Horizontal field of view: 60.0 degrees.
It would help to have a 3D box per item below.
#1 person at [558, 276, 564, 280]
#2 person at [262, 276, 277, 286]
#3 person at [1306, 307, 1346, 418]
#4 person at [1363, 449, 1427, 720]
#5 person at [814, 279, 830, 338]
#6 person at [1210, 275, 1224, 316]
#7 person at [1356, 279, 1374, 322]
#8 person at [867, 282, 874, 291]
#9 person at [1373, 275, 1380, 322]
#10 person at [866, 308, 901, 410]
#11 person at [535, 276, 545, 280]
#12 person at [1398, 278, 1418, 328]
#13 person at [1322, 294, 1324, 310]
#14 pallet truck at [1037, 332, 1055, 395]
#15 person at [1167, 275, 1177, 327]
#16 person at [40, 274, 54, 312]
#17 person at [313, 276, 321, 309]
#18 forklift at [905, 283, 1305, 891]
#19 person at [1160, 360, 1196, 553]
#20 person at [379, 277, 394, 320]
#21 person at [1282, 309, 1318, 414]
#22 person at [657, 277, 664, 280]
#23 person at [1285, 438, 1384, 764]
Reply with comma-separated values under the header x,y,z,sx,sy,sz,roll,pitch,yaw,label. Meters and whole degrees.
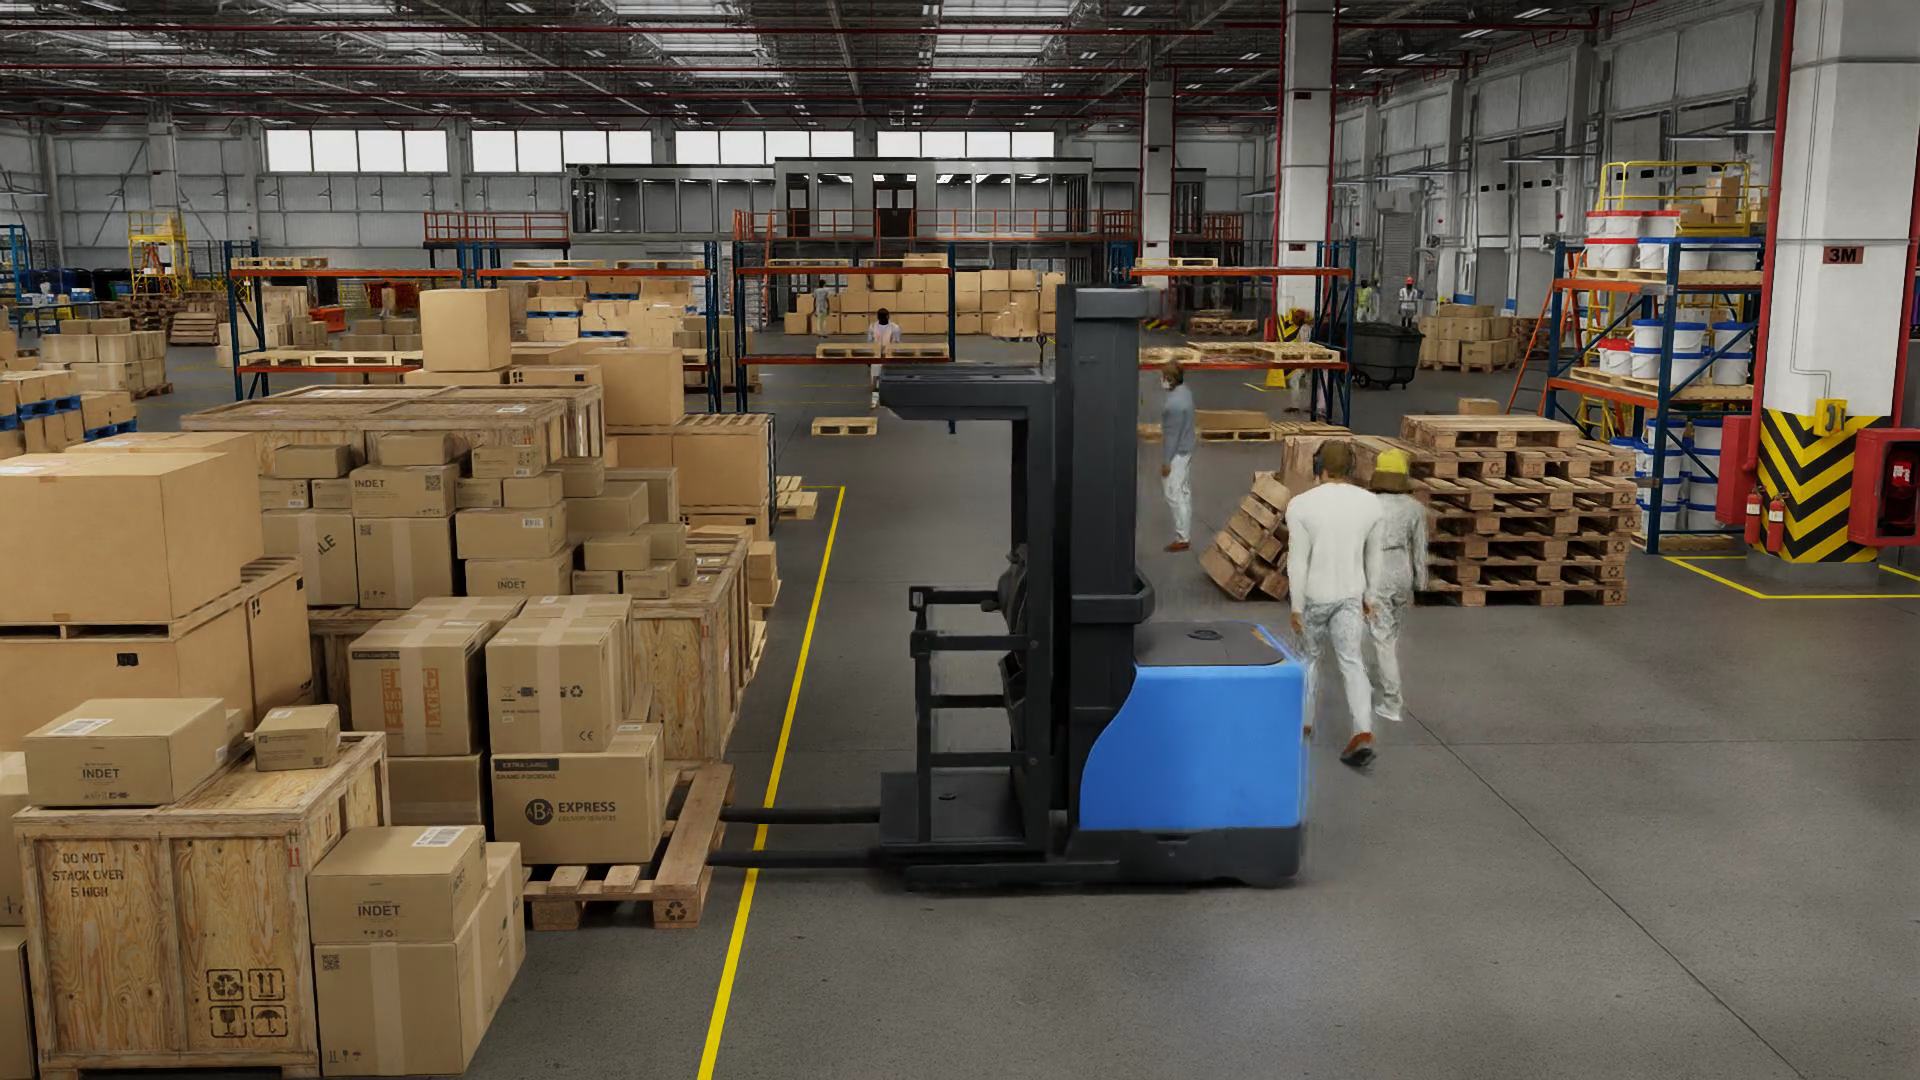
x,y,z,sx,sy,sz,roll,pitch,yaw,label
-14.704,-8.996,61.827,0.628,1.896,0.609,-2,10,-13,person
-26.410,-9.311,63.712,0.575,1.867,0.678,-1,10,-3,person
6.258,-3.053,28.624,0.615,1.944,0.832,6,12,32,person
2.730,0.258,10.835,0.493,1.703,0.877,-3,11,-15,person
-4.344,-7.271,52.307,0.533,1.868,0.310,1,10,8,person
9.522,-8.879,61.147,0.835,1.922,0.624,-7,12,-35,person
13.366,-7.691,54.826,0.906,1.810,0.616,-9,14,-42,person
-3.099,-8.431,58.715,0.997,1.894,0.636,-3,11,-16,person
13.952,-7.975,56.091,0.436,1.907,0.610,2,10,10,person
-1.390,-3.281,30.152,0.621,1.845,0.429,1,10,5,person
-15.528,-9.083,61.921,0.537,2.000,0.682,-6,12,-32,person
14.017,-7.234,52.024,0.570,1.894,0.932,3,10,14,person
11.258,-7.179,52.151,0.529,1.743,0.710,10,14,43,person
2.483,-3.881,33.060,1.885,1.965,0.823,-7,13,-36,pallet truck
7.556,-8.612,59.418,0.372,1.997,0.611,1,10,8,person
-33.749,-8.910,61.541,0.518,1.839,0.833,3,11,16,person
-25.266,-9.572,65.442,0.336,1.757,0.519,-6,12,-30,person
0.662,0.170,8.035,1.873,2.768,1.129,0,10,-2,forklift
2.153,-0.833,16.385,0.340,1.908,0.781,3,10,14,person
-18.079,-7.304,52.336,0.576,1.919,0.530,7,12,34,person
5.980,-3.113,29.178,0.774,1.846,0.648,4,11,19,person
-8.834,-6.613,48.285,0.858,2.015,0.613,-1,10,-8,person
2.222,0.348,9.820,0.635,1.903,0.990,-2,10,-11,person
